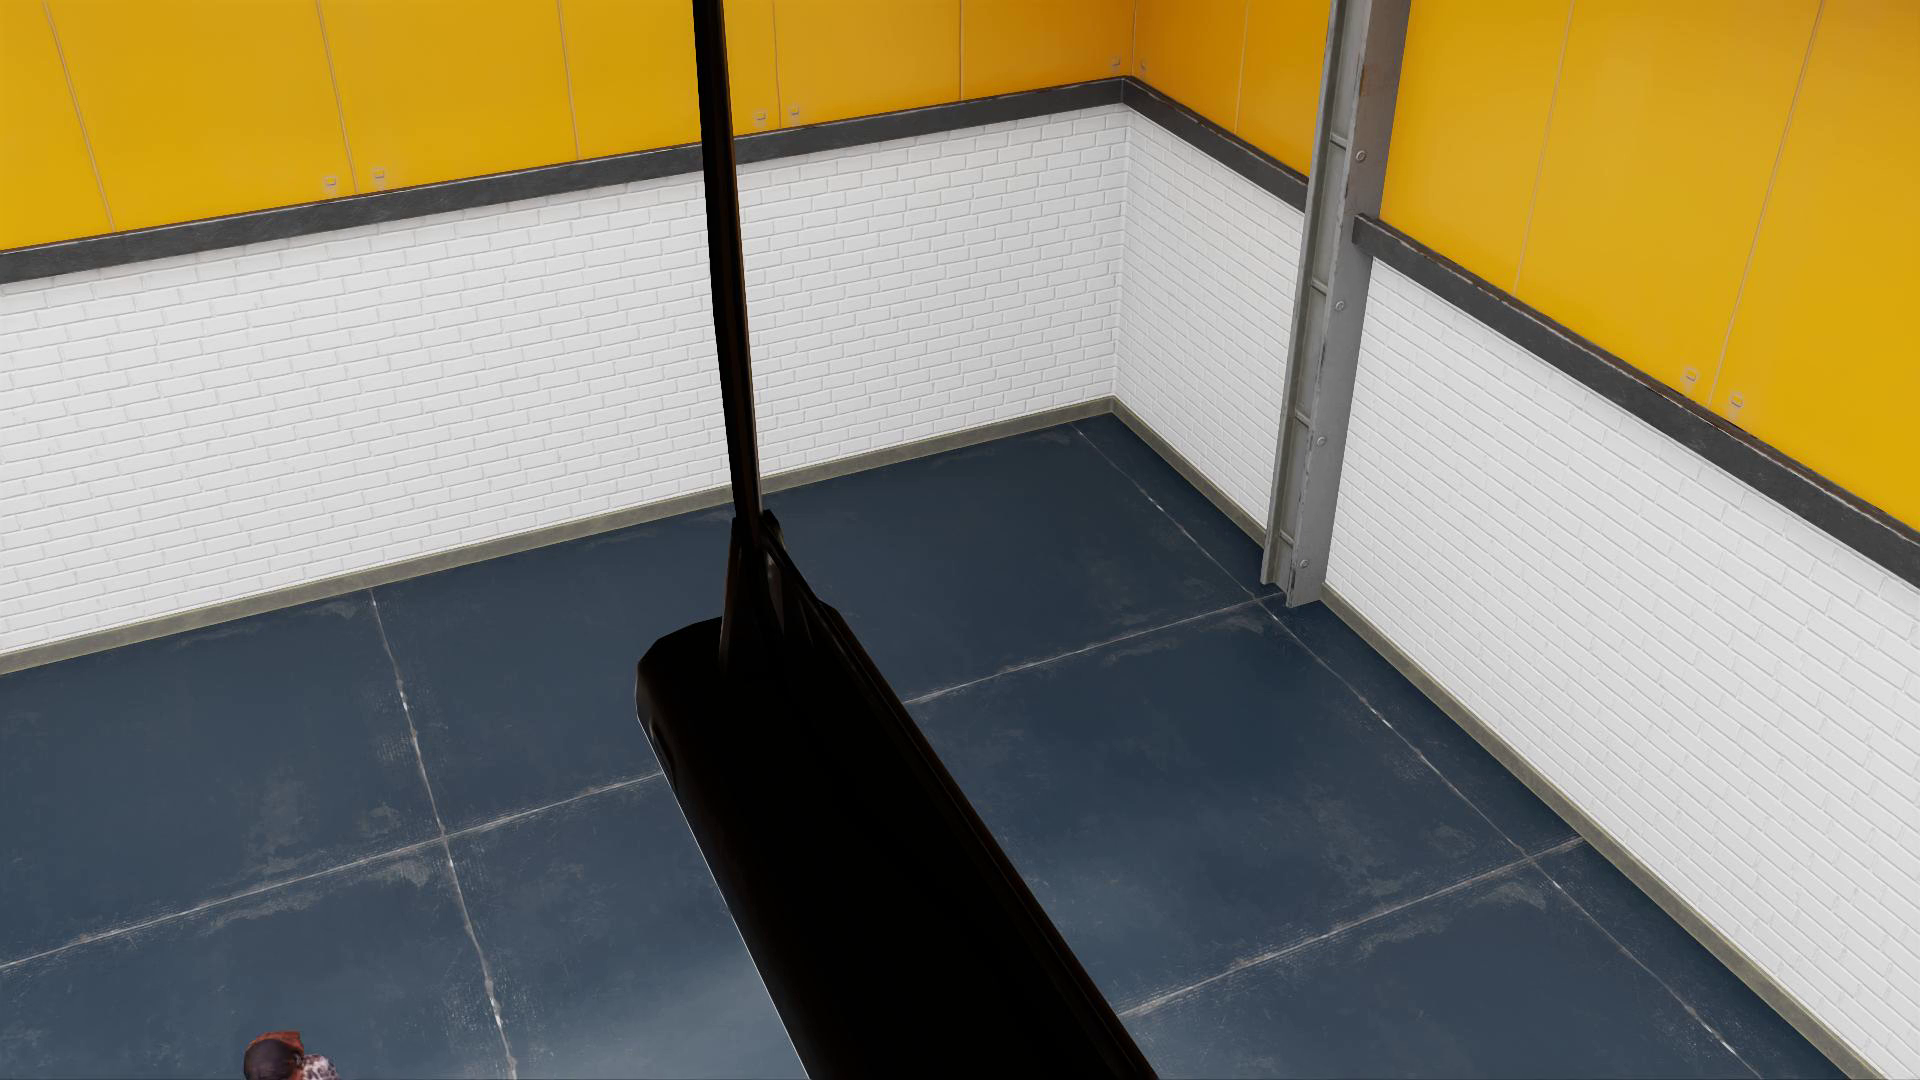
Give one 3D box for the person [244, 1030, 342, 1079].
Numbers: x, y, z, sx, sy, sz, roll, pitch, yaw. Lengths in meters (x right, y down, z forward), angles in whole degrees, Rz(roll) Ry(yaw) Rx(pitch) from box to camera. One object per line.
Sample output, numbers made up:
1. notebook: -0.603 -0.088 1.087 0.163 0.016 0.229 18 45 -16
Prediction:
1. person: -2.889 2.739 7.494 0.718 1.681 0.695 22 40 30
